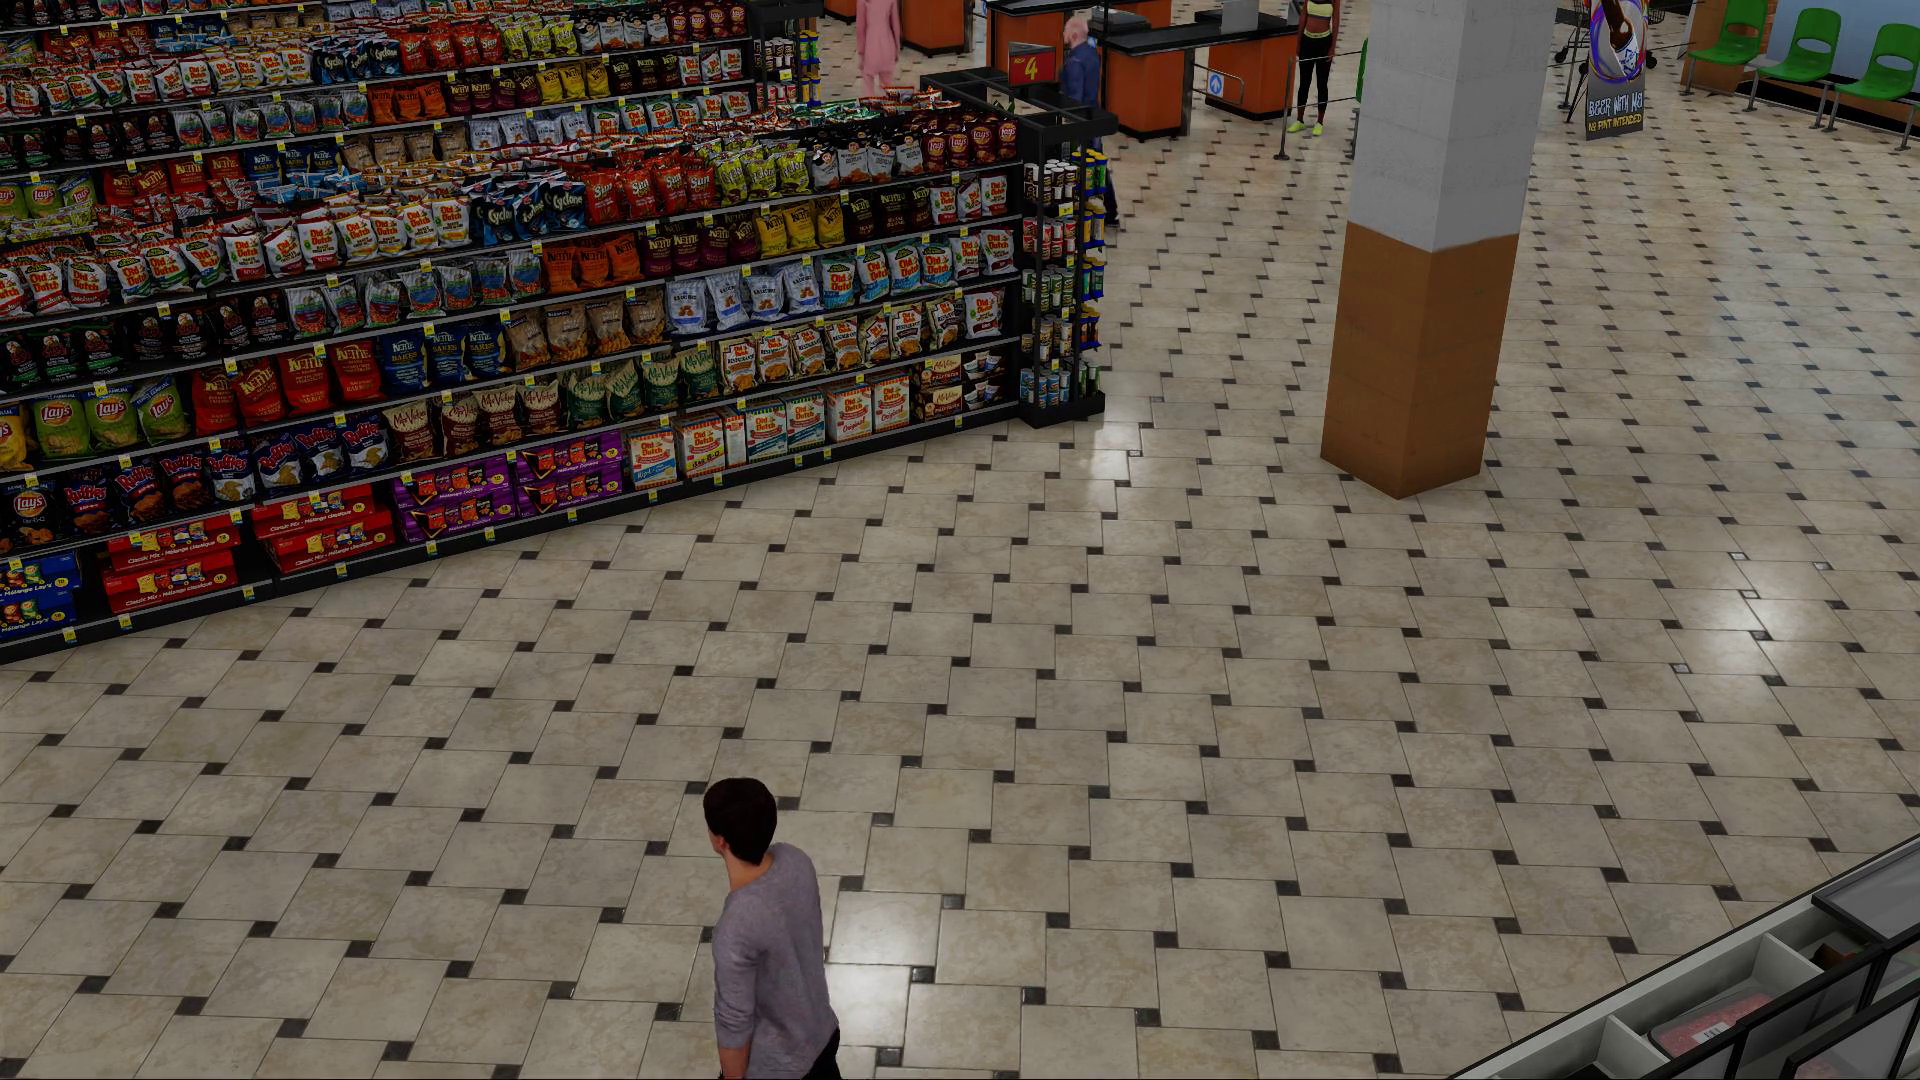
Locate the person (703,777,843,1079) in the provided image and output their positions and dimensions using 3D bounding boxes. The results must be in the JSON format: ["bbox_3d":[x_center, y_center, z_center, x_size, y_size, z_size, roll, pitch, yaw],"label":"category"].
[{"bbox_3d":[-0.445,1.530,4.928,1.155,1.795,1.161,10,30,17],"label":"person"}]

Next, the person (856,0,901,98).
[{"bbox_3d":[-0.792,-4.801,16.559,1.134,1.760,0.865,-9,30,-16],"label":"person"}]

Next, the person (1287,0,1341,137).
[{"bbox_3d":[3.655,-5.048,17.018,0.642,1.755,0.652,16,32,27],"label":"person"}]
